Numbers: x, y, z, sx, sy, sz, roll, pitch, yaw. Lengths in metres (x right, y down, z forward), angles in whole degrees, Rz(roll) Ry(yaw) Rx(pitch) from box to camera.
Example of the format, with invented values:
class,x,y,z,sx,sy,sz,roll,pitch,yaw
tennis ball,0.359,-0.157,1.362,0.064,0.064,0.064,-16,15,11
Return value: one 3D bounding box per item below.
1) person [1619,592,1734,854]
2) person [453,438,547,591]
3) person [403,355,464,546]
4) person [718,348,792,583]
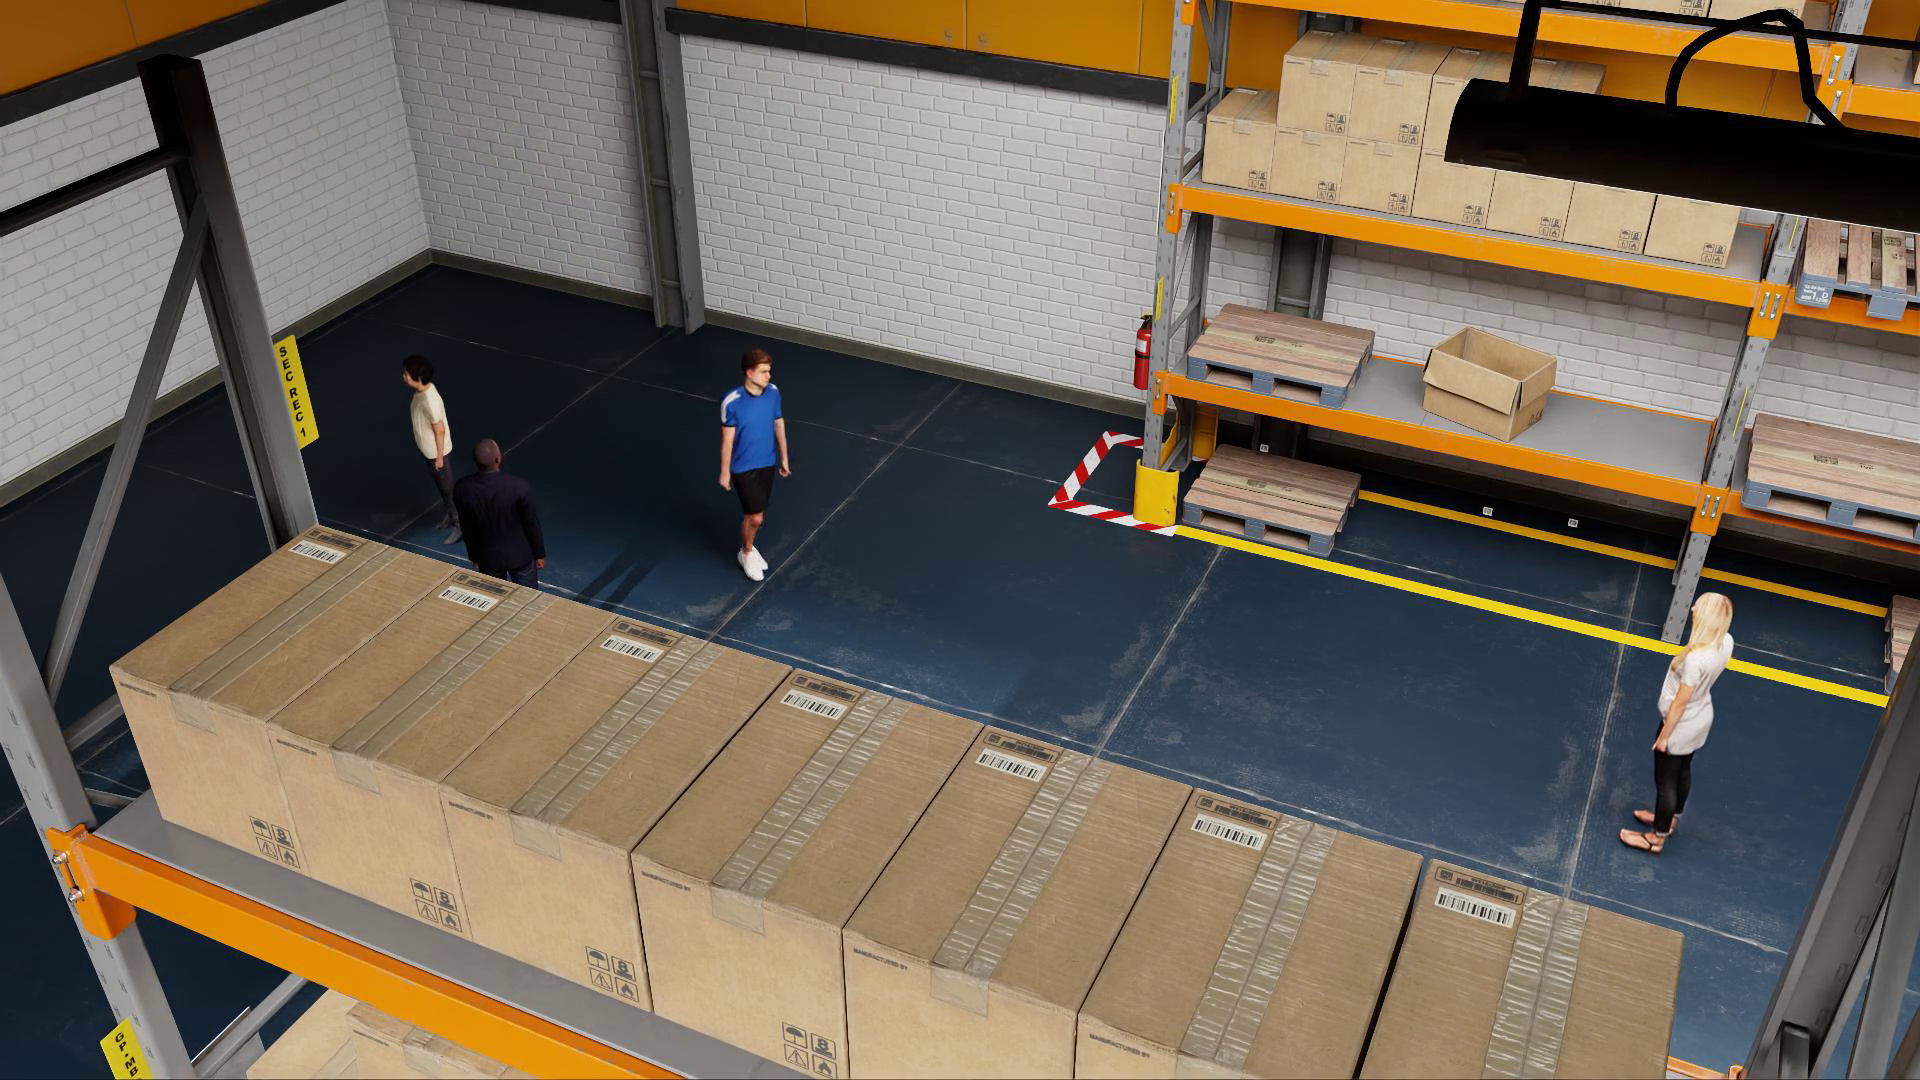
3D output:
class,x,y,z,sx,sy,sz,roll,pitch,yaw
person,4.296,1.080,9.827,0.649,1.824,0.636,-29,43,-36
person,-3.089,0.113,11.286,0.704,1.819,0.840,-1,34,-1
person,-4.008,-0.701,12.719,0.709,1.588,0.622,-15,36,-21
person,-1.593,-0.609,12.349,0.801,1.844,0.816,-26,41,-33
